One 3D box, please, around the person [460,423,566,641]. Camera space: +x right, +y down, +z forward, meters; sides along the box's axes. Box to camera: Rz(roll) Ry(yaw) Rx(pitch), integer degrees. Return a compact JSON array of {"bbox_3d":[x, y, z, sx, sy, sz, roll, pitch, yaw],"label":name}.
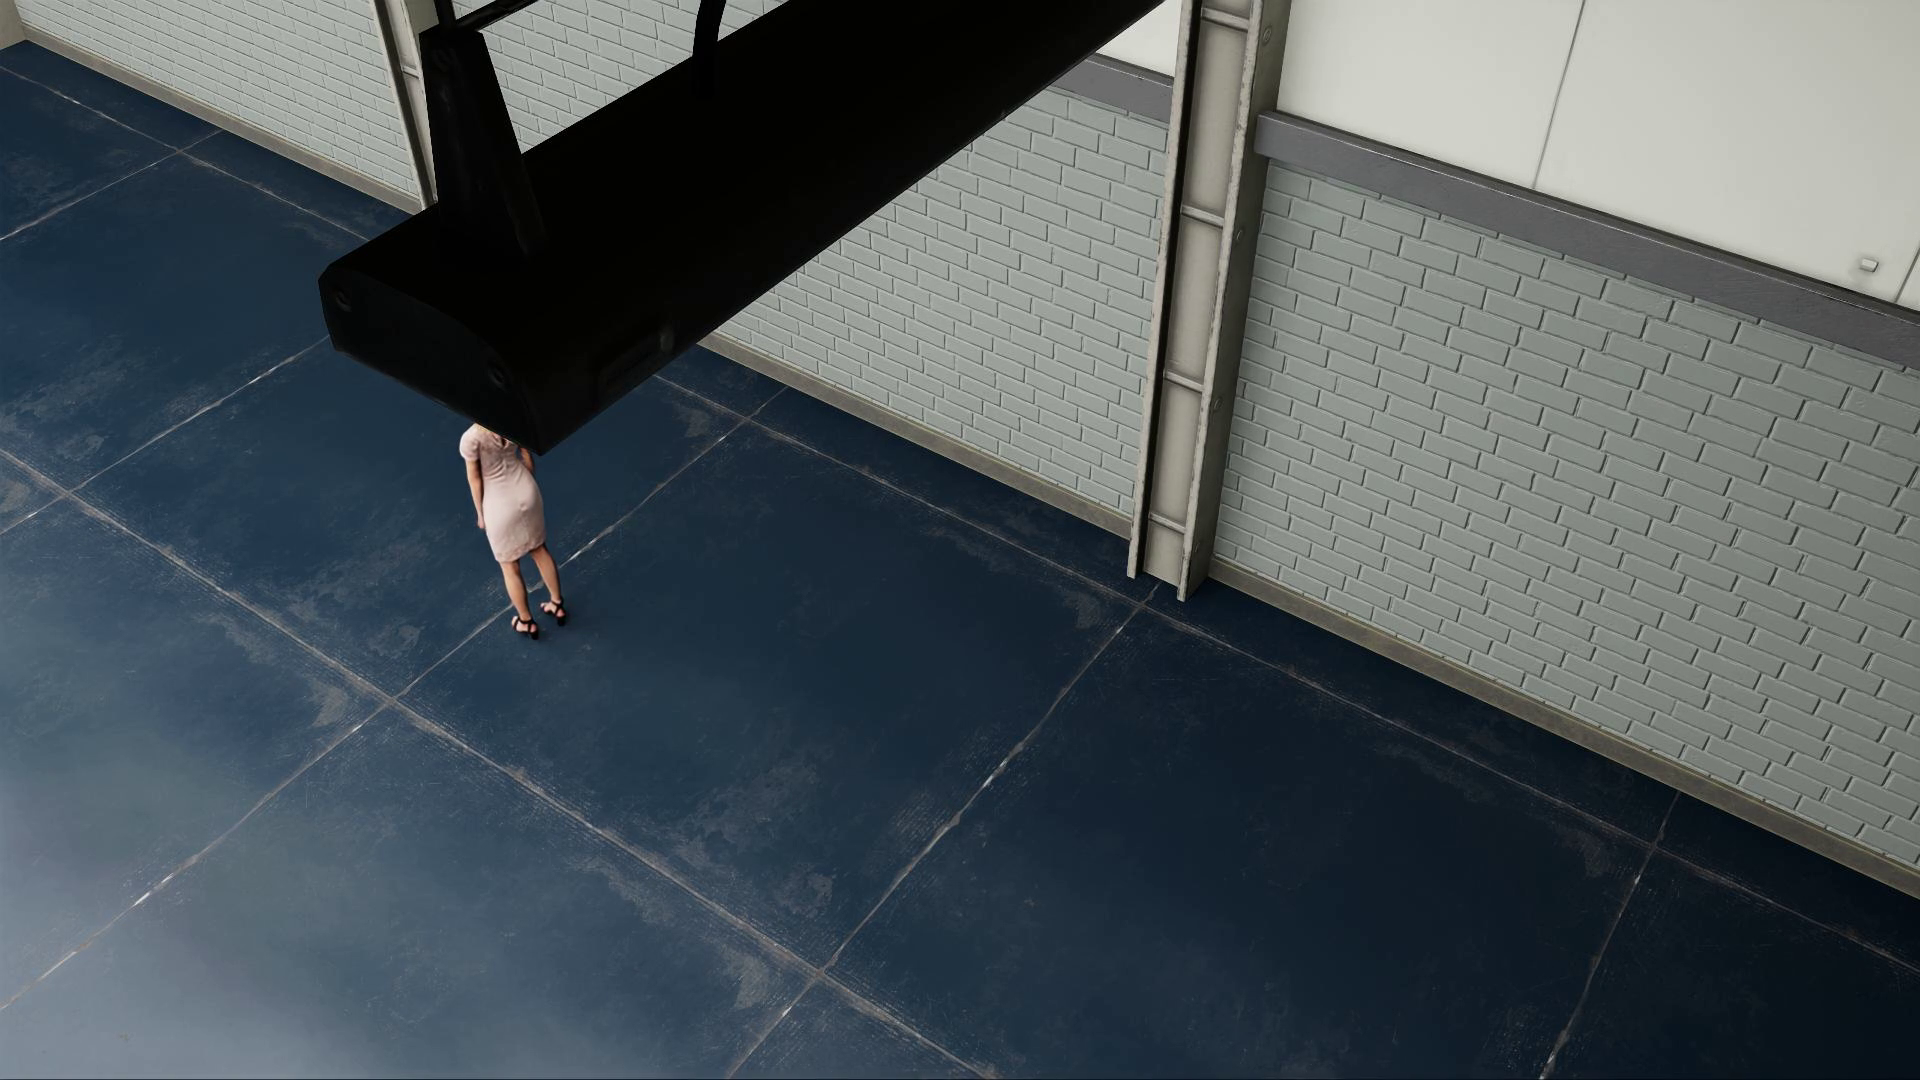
[{"bbox_3d":[-2.408,-0.181,8.932,0.530,1.828,0.571,29,50,28],"label":"person"}]
